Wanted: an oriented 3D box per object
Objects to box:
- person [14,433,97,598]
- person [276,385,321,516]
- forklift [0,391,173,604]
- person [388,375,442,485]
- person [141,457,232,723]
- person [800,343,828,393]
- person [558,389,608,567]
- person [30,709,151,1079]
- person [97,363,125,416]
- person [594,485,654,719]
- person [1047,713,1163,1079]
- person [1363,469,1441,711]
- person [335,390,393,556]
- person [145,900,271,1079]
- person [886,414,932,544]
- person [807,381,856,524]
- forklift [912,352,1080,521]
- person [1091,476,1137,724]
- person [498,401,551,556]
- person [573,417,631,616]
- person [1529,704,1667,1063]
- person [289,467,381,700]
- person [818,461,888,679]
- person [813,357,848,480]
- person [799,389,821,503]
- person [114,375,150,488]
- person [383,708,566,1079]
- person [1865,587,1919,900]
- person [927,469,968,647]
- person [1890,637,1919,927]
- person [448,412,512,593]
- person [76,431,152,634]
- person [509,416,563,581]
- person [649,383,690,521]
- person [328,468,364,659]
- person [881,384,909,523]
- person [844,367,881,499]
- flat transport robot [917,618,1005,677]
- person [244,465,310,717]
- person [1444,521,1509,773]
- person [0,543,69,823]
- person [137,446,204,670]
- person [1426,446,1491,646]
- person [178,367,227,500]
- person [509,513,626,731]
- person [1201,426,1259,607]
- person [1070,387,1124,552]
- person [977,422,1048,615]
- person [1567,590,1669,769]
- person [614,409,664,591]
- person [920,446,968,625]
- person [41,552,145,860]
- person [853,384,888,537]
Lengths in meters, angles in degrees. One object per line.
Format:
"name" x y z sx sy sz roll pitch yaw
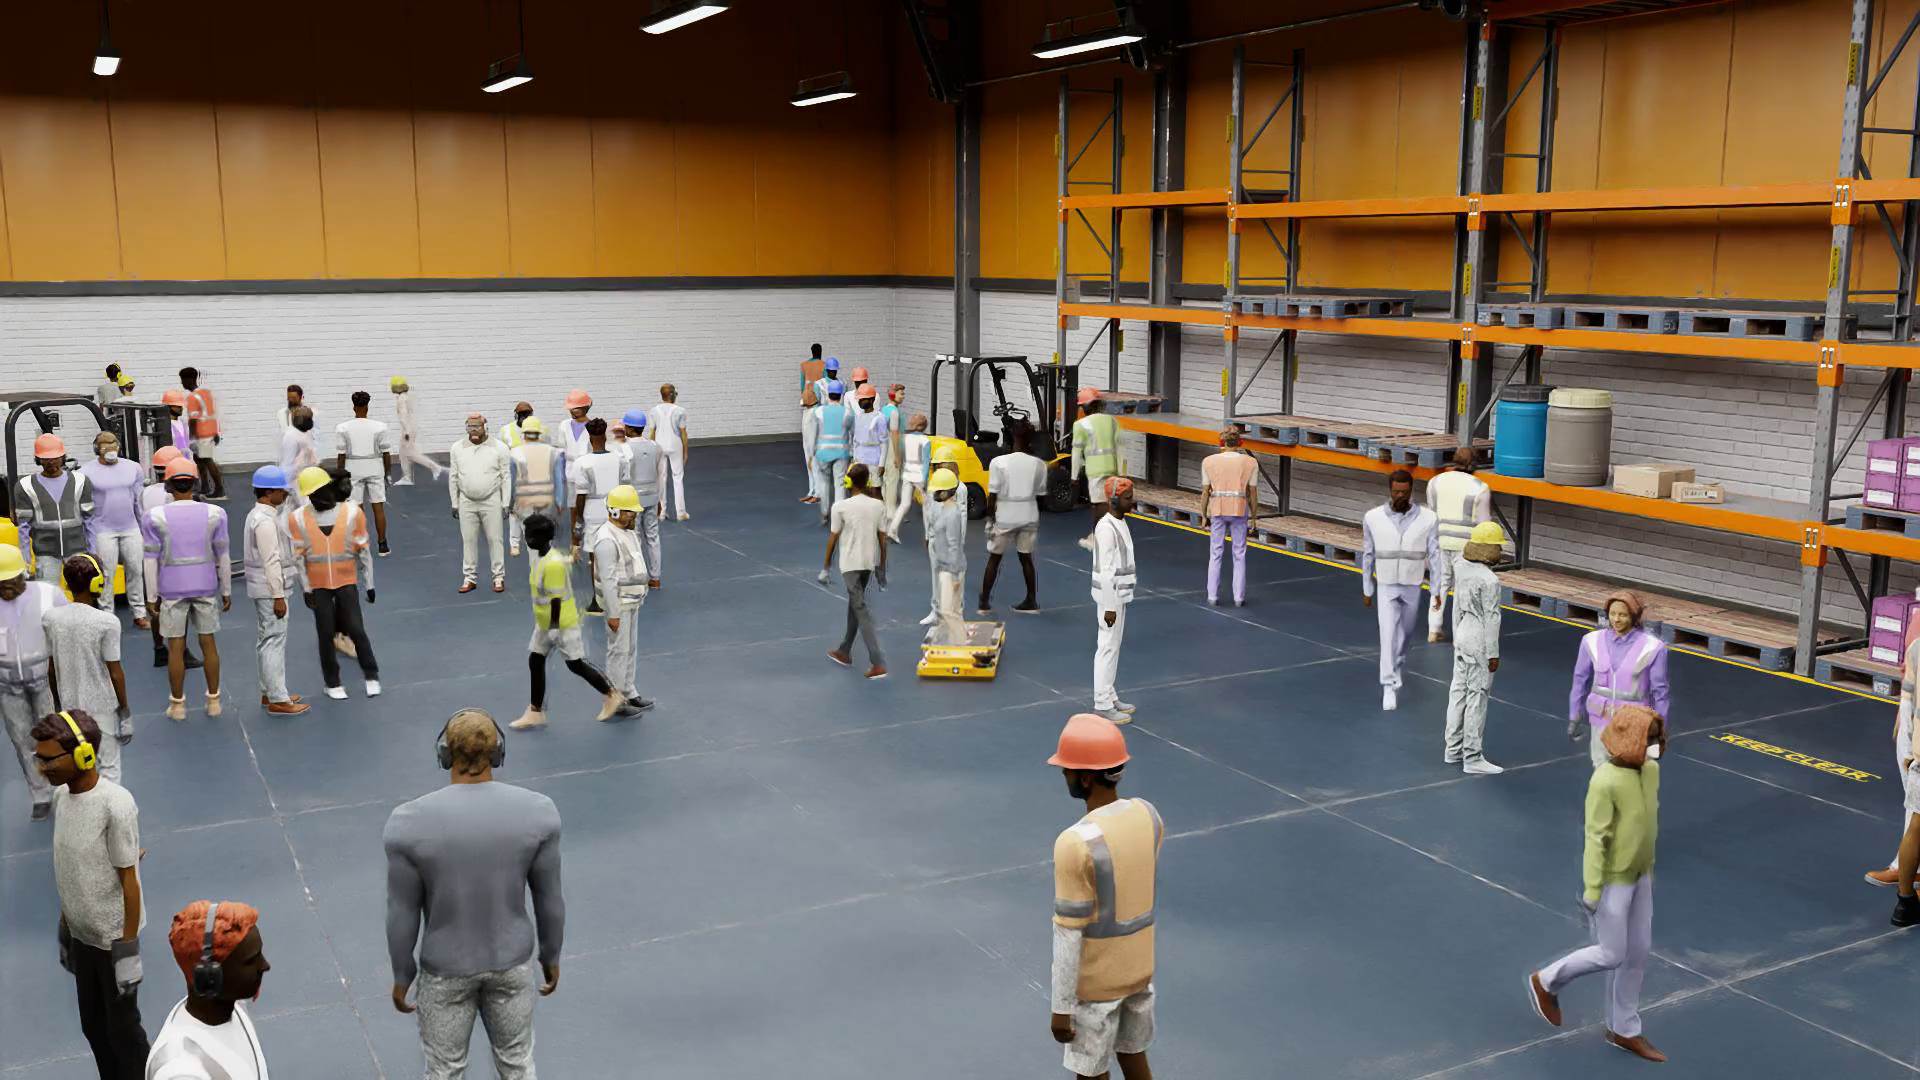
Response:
"person" -7.809 0.083 14.426 0.607 2.036 0.411 -7 12 -36
"person" -8.482 -1.035 21.279 0.615 1.877 0.910 1 10 8
"forklift" -9.026 -0.363 16.508 1.214 2.155 2.313 6 11 29
"person" -8.371 -1.683 25.492 0.676 1.709 0.506 -2 10 -13
"person" -5.908 0.376 12.741 0.613 2.031 0.410 -7 12 -34
"person" -2.637 -2.630 30.362 0.596 1.914 0.373 5 11 25
"person" -4.295 -0.702 18.914 0.605 2.038 0.394 2 10 13
"person" -3.346 1.558 6.443 0.527 1.856 0.346 7 12 33
"person" -12.957 -1.780 25.601 0.512 1.873 0.329 -1 10 -5
"person" -2.598 0.473 12.795 0.403 1.816 0.603 1 10 4
"person" 0.511 1.581 6.122 0.422 1.925 0.558 9 13 43
"person" 3.531 0.350 13.347 0.608 1.877 0.978 1 10 8
"person" -6.981 -0.770 19.509 0.613 1.964 0.361 -4 10 -20
"person" -2.010 1.879 4.527 0.344 1.876 0.579 -2 10 -13
"person" -0.573 -0.746 20.419 0.512 1.606 0.766 8 13 39
"person" -1.634 -1.114 21.668 0.662 1.902 0.917 0 10 -1
"forklift" 0.460 -1.461 22.833 2.313 2.155 1.214 -5 11 -28
"person" 1.181 0.450 12.721 0.340 1.882 0.585 2 10 13
"person" -5.119 -0.721 19.632 0.623 1.835 0.431 -3 10 -16
"person" -3.526 -0.228 16.409 0.600 1.958 0.377 -7 12 -36
"person" 2.917 1.502 7.447 0.500 1.618 0.534 -8 12 -37
"person" -4.994 0.350 13.297 0.630 1.890 0.455 -3 10 -17
"person" -0.885 0.244 14.117 0.517 1.832 0.969 -8 13 -39
"person" -1.997 -1.868 25.887 0.615 1.945 0.404 -6 12 -33
"person" -2.139 -1.340 23.775 0.290 1.627 0.504 -4 11 -22
"person" -12.321 -1.566 24.697 0.337 1.757 0.517 4 11 22
"person" -1.779 1.570 6.161 0.639 1.926 0.367 -4 11 -23
"person" 5.342 1.049 9.119 0.373 1.941 0.627 0 10 0
"person" -0.109 0.255 14.229 0.352 1.753 0.594 -1 10 -3
"person" 5.169 1.130 8.656 0.362 1.935 0.553 -3 10 -16
"person" -5.049 -0.390 17.498 0.645 1.908 0.408 -1 10 -4
"person" -7.936 -0.069 15.606 0.377 1.927 0.635 8 13 39
"person" -4.628 -0.433 18.038 0.583 1.809 0.450 -7 12 -36
"person" -3.866 -1.162 22.124 0.505 1.842 0.345 1 10 7
"person" -5.413 0.205 14.706 0.659 1.676 0.548 4 11 21
"person" -0.910 -1.152 22.064 0.391 1.841 0.564 -2 10 -13
"person" -1.411 -1.514 23.877 0.548 1.936 0.378 2 10 10
"flat transport robot" 0.028 0.931 14.596 0.652 0.197 1.431 1 10 5
"person" -5.324 0.390 12.891 0.391 1.947 0.602 -6 11 -30
"person" 3.591 0.732 11.502 0.317 1.742 0.492 -2 10 -12
"person" -5.836 0.895 10.398 0.617 1.804 0.457 -3 10 -19
"person" -6.771 0.153 14.320 0.549 1.928 0.391 5 11 25
"person" 4.549 0.057 15.161 0.430 1.832 0.636 -10 14 -44
"person" -10.961 -1.528 23.969 0.694 1.928 0.632 -1 10 -4
"person" -2.968 0.599 12.515 0.827 1.659 0.534 -6 11 -31
"person" 2.714 -0.229 16.776 0.561 1.836 0.388 2 10 11
"person" 1.589 -0.803 19.617 0.620 1.987 0.924 -7 12 -35
"person" 0.525 -0.203 16.367 0.682 1.928 0.409 -3 10 -15
"person" 3.812 1.100 9.707 0.546 1.618 0.523 9 13 42
"person" -3.369 -0.404 17.446 0.375 1.949 0.614 9 13 42
"person" -0.151 -0.025 15.862 0.484 1.744 0.296 8 13 39
"person" -5.037 0.998 9.645 0.505 1.864 0.331 2 10 10
"person" -1.159 -0.999 20.914 0.552 1.935 0.370 9 13 42
